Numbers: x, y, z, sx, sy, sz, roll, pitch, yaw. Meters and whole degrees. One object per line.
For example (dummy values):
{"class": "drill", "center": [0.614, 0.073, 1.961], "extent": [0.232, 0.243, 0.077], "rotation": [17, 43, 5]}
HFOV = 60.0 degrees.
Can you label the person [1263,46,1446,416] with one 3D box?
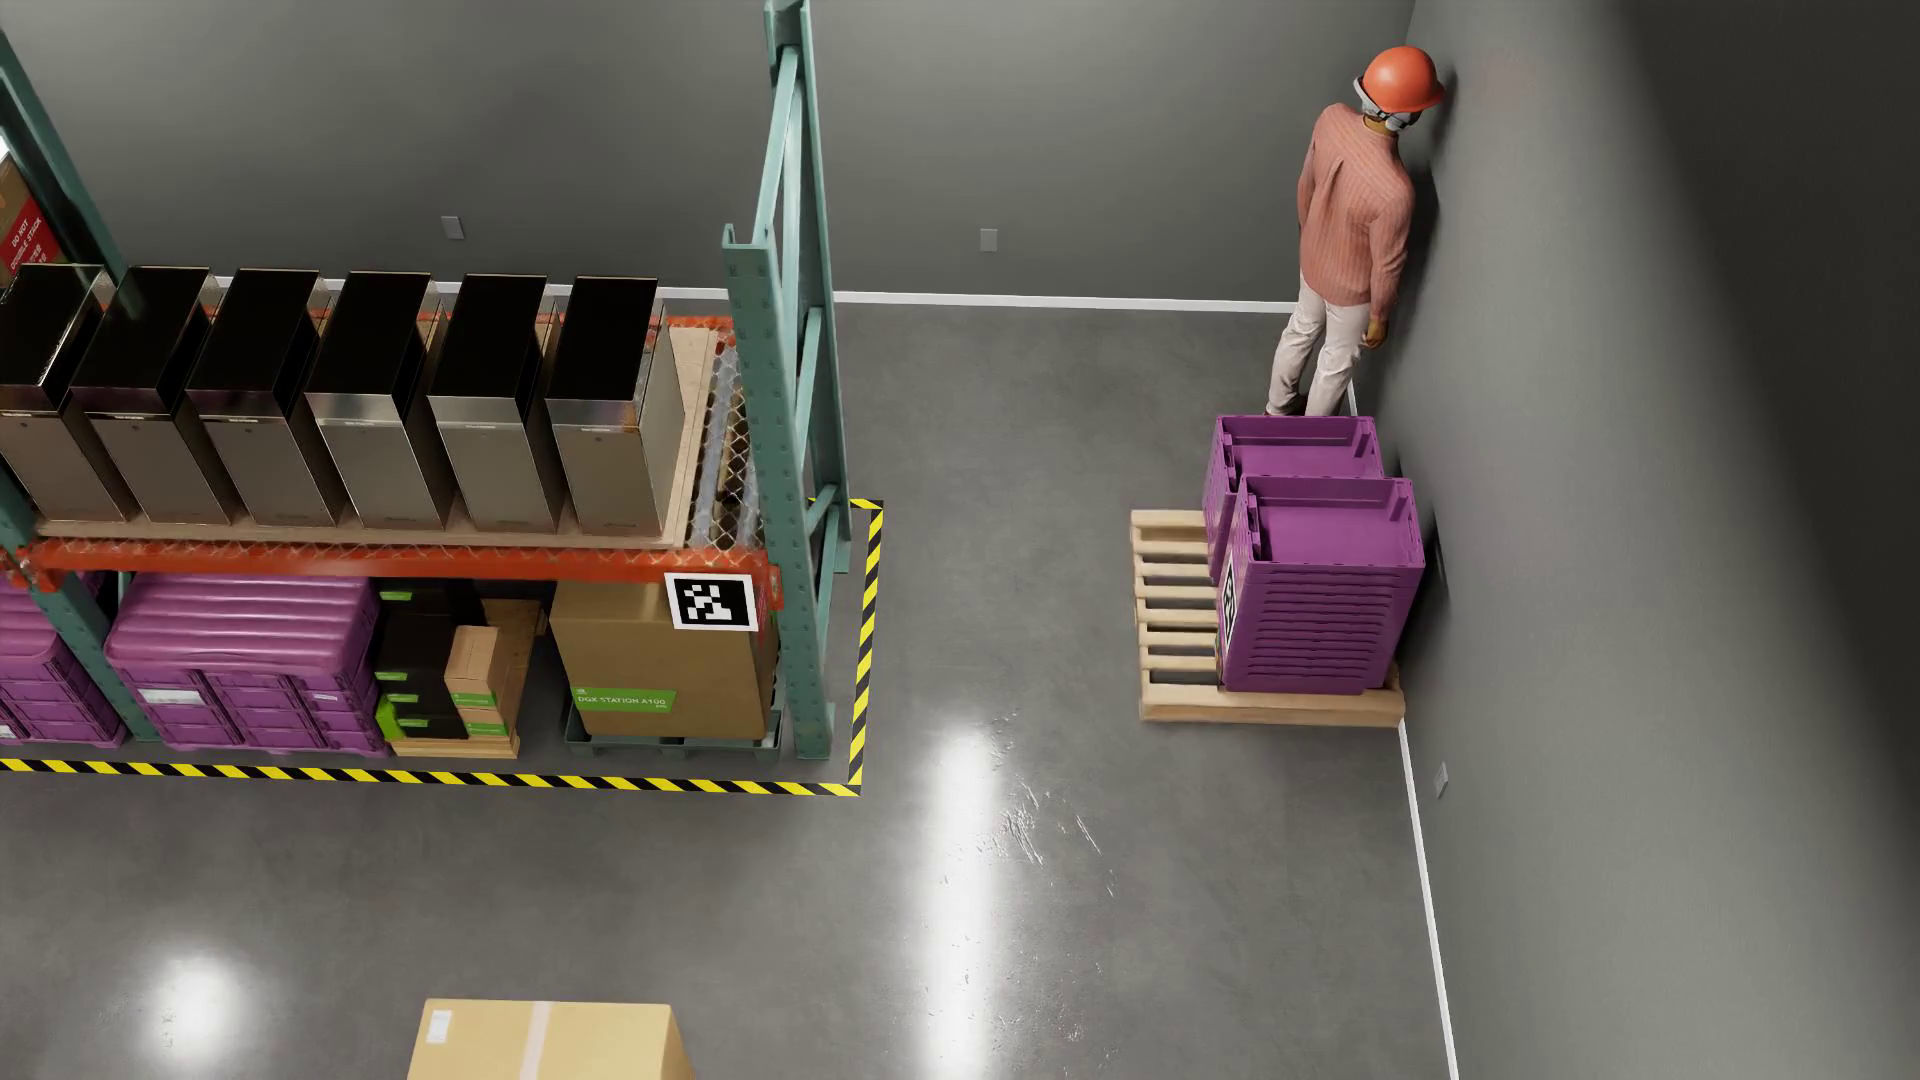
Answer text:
{"class": "person", "center": [1.519, -1.062, 6.493], "extent": [0.388, 1.992, 0.625], "rotation": [-18, 54, -13]}
